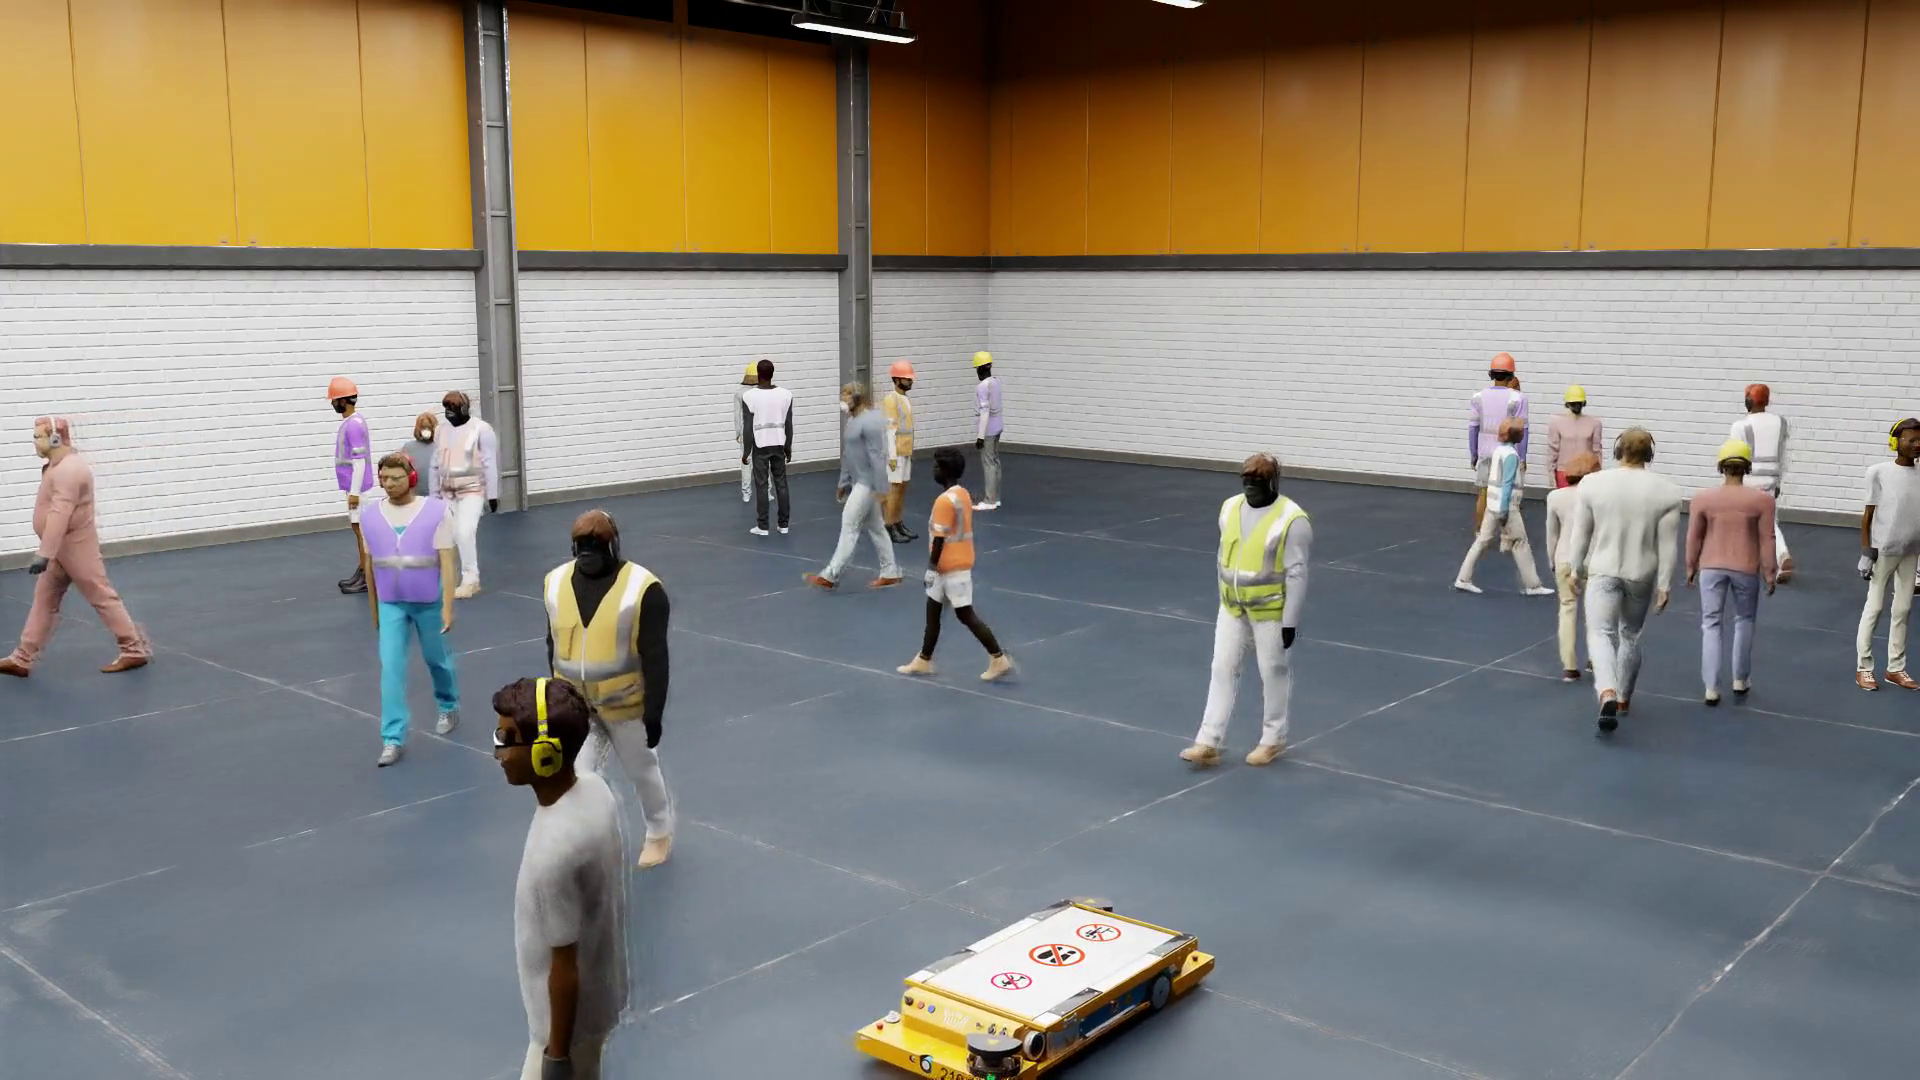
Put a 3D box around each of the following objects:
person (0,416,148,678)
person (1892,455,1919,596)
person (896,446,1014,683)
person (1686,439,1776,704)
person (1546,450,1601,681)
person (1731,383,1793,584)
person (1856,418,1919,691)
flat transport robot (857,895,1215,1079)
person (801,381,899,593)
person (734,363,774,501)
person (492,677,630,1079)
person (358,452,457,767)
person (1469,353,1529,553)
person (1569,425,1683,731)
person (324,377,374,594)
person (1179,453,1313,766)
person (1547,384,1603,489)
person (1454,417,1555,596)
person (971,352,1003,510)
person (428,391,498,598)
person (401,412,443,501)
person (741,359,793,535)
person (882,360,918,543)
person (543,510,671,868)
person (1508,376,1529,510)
[{"bbox_3d":[-6.312,0.059,11.685,1.044,1.847,0.641,-6,11,-35],"label":"person"},{"bbox_3d":[8.475,-0.393,14.472,0.328,1.869,0.512,-3,10,-20],"label":"person"},{"bbox_3d":[-0.016,0.176,11.576,0.852,1.663,0.536,2,9,11],"label":"person"},{"bbox_3d":[5.150,0.197,11.109,0.558,1.736,0.752,5,10,30],"label":"person"},{"bbox_3d":[4.372,0.172,11.687,0.505,1.617,0.519,6,11,35],"label":"person"},{"bbox_3d":[7.328,-0.509,15.227,0.578,1.863,0.799,-1,9,-5],"label":"person"},{"bbox_3d":[6.412,0.103,11.367,0.514,1.867,0.328,0,9,-3],"label":"person"},{"bbox_3d":[0.327,1.698,6.334,0.652,0.197,1.431,7,12,38],"label":"flat transport robot"},{"bbox_3d":[-0.987,-0.462,14.830,0.991,1.889,0.643,-3,9,-17],"label":"person"},{"bbox_3d":[-2.581,-1.350,20.862,0.485,1.744,0.308,0,9,3],"label":"person"},{"bbox_3d":[-0.975,1.237,4.289,0.696,1.856,0.566,0,9,2],"label":"person"},{"bbox_3d":[-3.278,0.358,9.939,0.567,1.810,0.936,-1,9,-4],"label":"person"},{"bbox_3d":[5.509,-0.886,17.004,0.611,2.048,0.364,7,11,38],"label":"person"},{"bbox_3d":[4.165,0.232,10.434,0.632,1.909,0.907,2,9,14],"label":"person"},{"bbox_3d":[-5.434,-0.485,14.851,0.375,1.931,0.542,-4,10,-21],"label":"person"},{"bbox_3d":[1.625,0.425,9.465,0.741,1.819,0.659,-9,13,-44],"label":"person"},{"bbox_3d":[6.152,-0.683,16.643,0.540,1.745,0.369,1,9,9],"label":"person"},{"bbox_3d":[4.810,-0.293,14.691,0.856,1.592,0.532,1,9,3],"label":"person"},{"bbox_3d":[0.317,-1.315,20.105,0.392,1.916,0.587,3,10,20],"label":"person"},{"bbox_3d":[-4.424,-0.391,14.597,0.650,1.819,0.638,4,10,24],"label":"person"},{"bbox_3d":[-4.892,-0.411,15.443,0.510,1.601,0.788,-2,9,-12],"label":"person"},{"bbox_3d":[-2.098,-1.007,18.169,0.590,1.917,0.397,-5,10,-29],"label":"person"},{"bbox_3d":[-0.614,-0.940,17.685,0.368,1.935,0.552,3,9,17],"label":"person"},{"bbox_3d":[-1.611,0.734,7.670,0.629,1.792,0.988,2,9,11],"label":"person"},{"bbox_3d":[6.616,-1.174,20.108,0.507,1.630,0.268,7,11,37],"label":"person"}]
